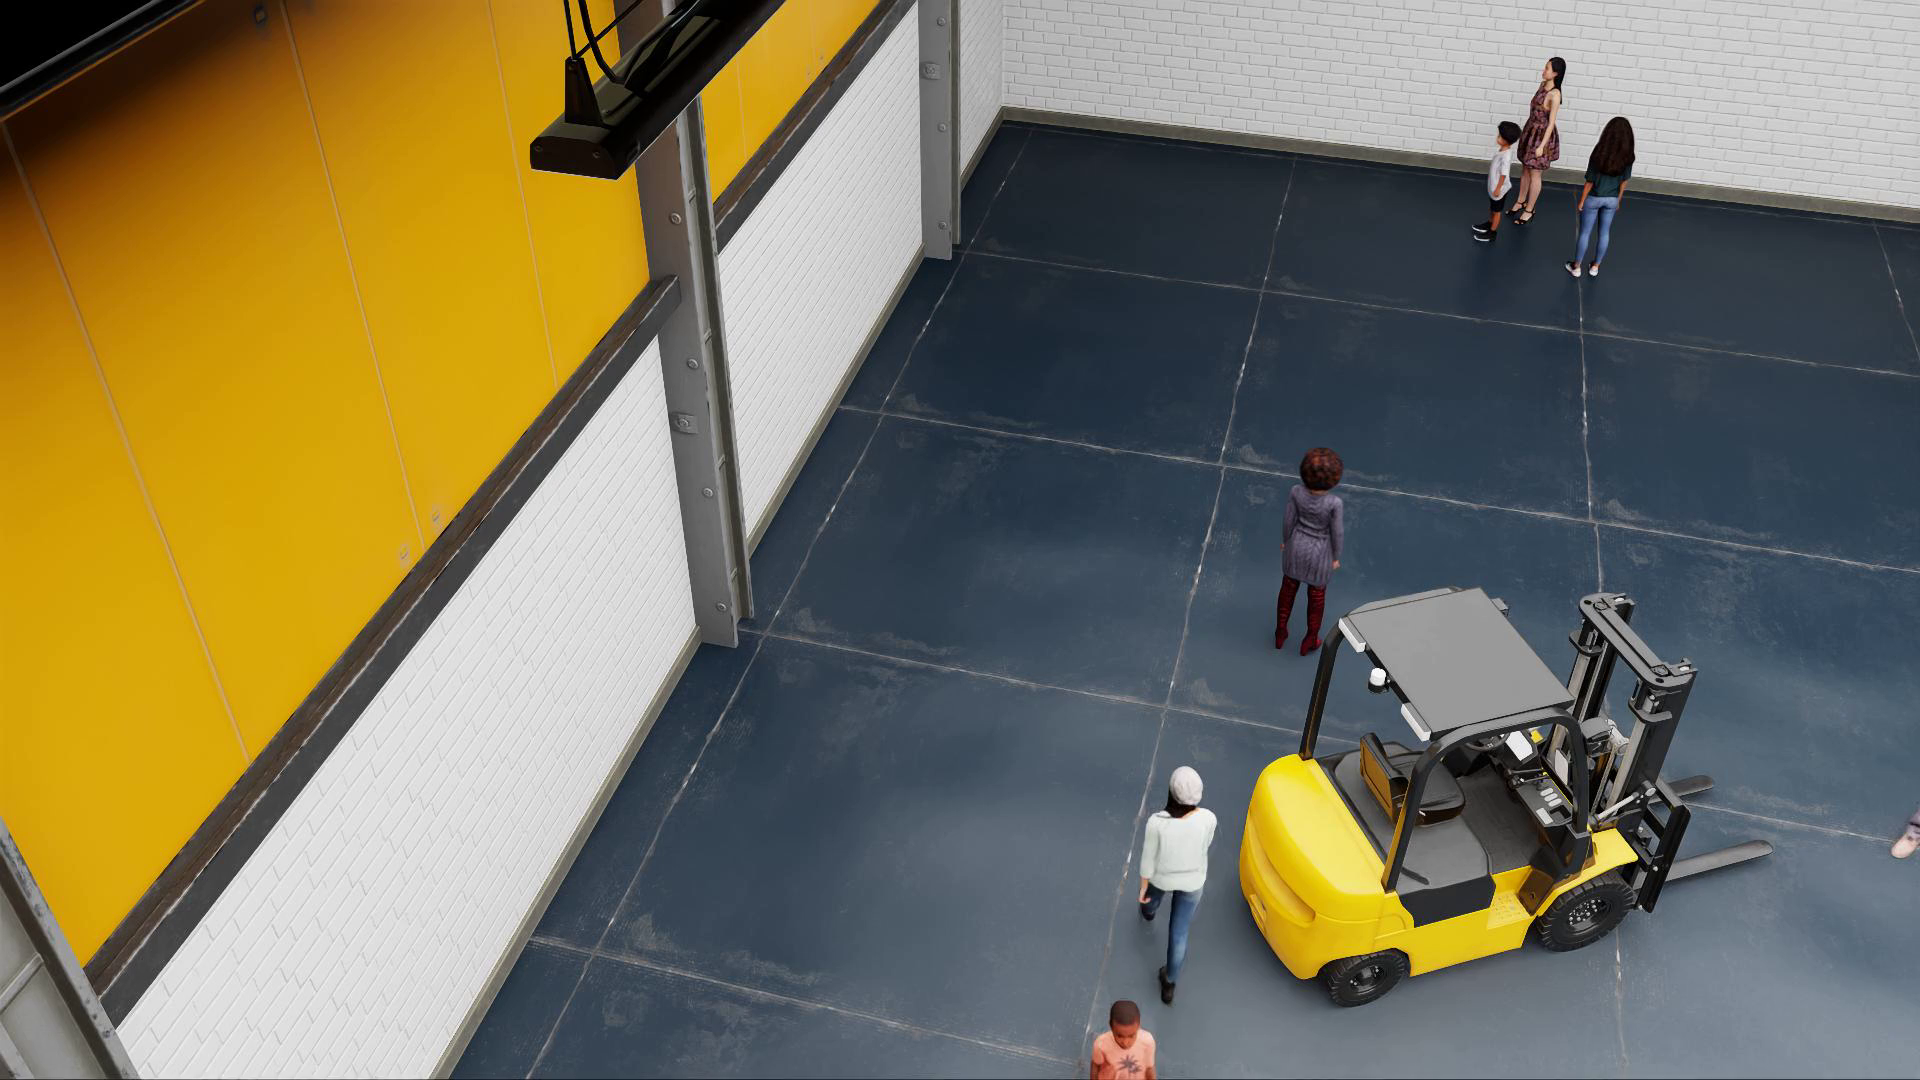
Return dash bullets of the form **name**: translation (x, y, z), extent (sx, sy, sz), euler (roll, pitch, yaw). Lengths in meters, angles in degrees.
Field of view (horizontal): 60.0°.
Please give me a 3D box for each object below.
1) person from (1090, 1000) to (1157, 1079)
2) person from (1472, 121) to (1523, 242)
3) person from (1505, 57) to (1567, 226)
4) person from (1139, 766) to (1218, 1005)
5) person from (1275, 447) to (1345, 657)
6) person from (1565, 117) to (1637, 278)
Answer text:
- **person**: translation (0.837, 2.791, 8.699), extent (0.681, 1.282, 0.906), euler (-4, 39, -5)
- **person**: translation (5.442, -3.620, 16.746), extent (0.549, 1.257, 0.439), euler (7, 39, 9)
- **person**: translation (5.854, -4.049, 16.869), extent (0.826, 1.774, 0.731), euler (-4, 39, -5)
- **person**: translation (1.243, 1.983, 9.451), extent (0.755, 1.605, 1.105), euler (0, 39, 0)
- **person**: translation (2.459, 0.096, 11.729), extent (0.638, 1.711, 0.594), euler (21, 43, 24)
- **person**: translation (6.199, -3.308, 16.068), extent (0.651, 1.616, 0.657), euler (1, 39, 2)
